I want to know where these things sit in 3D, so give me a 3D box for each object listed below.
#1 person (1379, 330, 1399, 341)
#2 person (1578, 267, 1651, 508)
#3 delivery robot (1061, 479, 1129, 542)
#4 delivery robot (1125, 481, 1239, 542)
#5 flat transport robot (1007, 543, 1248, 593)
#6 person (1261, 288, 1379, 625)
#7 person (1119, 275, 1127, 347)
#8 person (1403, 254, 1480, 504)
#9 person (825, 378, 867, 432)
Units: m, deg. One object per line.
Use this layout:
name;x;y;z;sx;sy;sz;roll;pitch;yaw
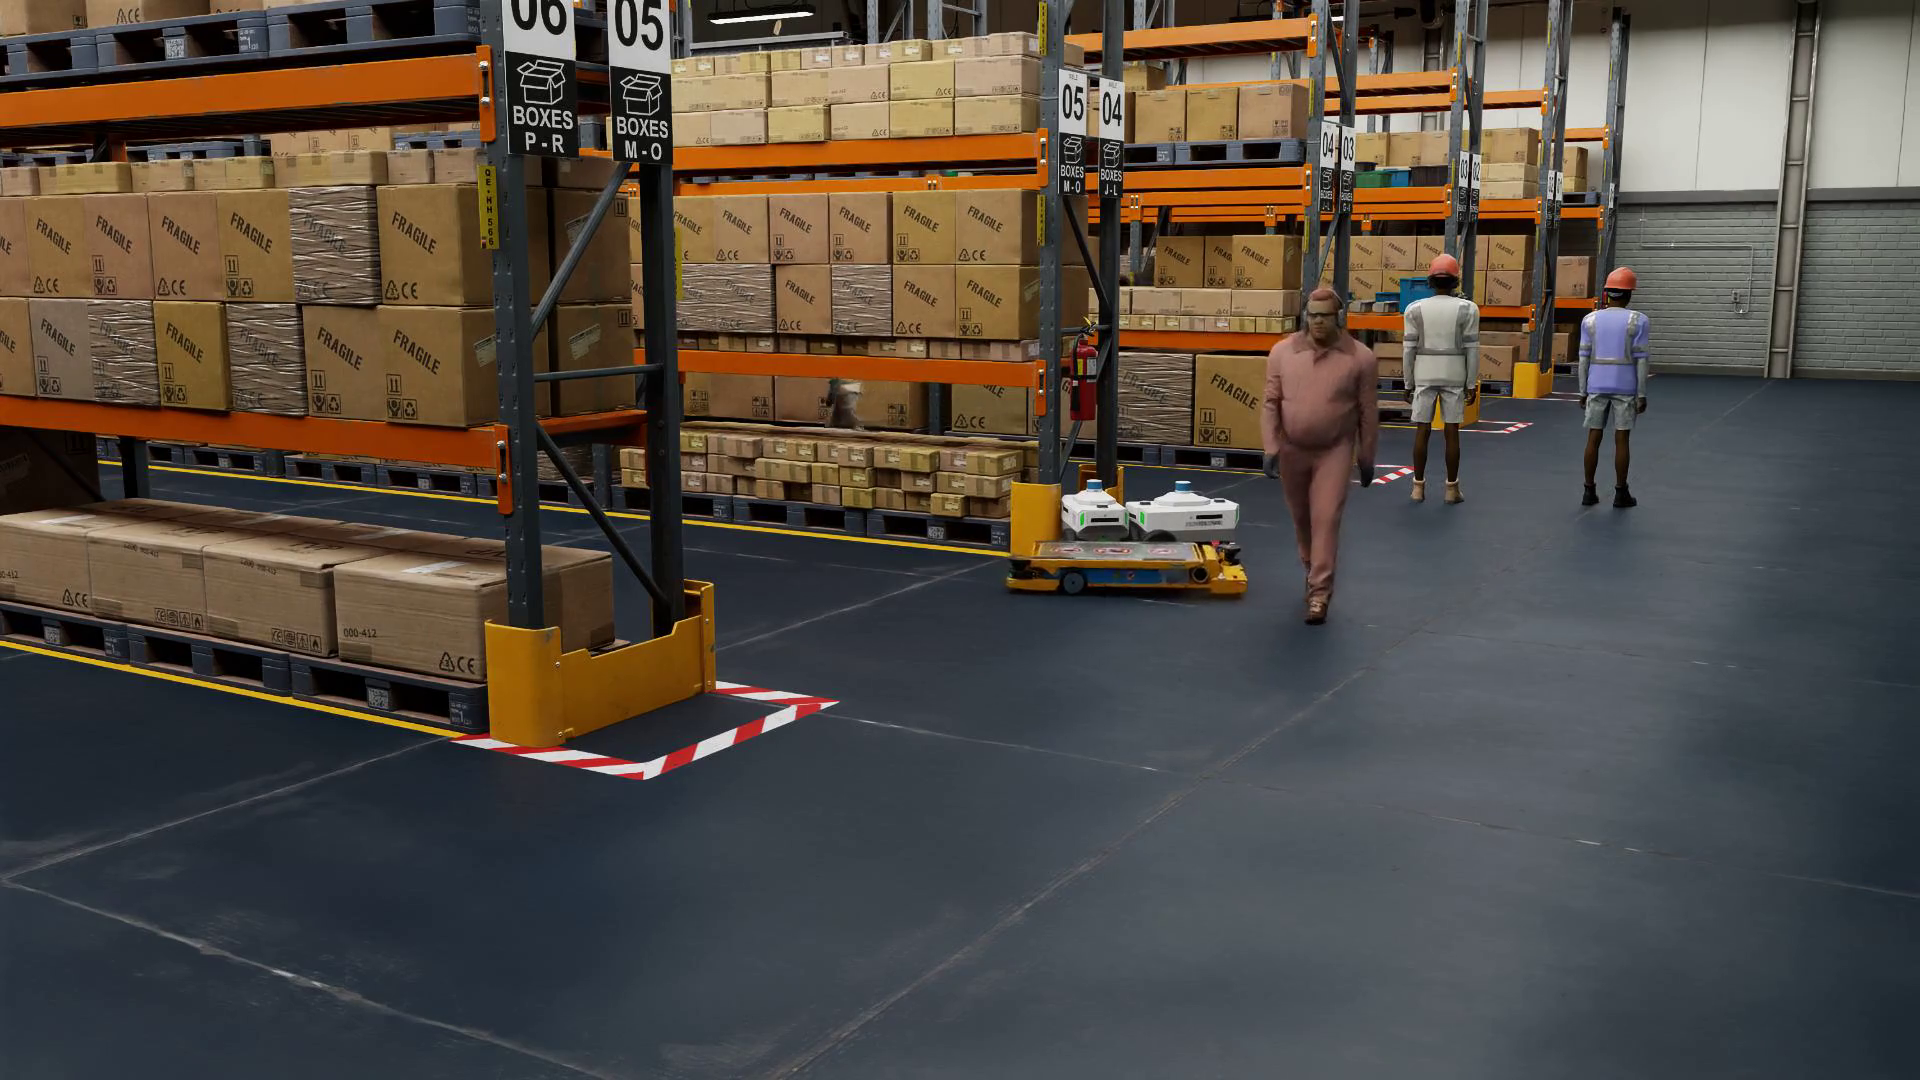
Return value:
person;6.742;-3.449;26.478;0.711;1.947;0.614;5;11;26
person;5.299;-1.229;13.484;0.552;1.937;0.356;7;12;36
delivery robot;0.882;-0.156;10.966;0.477;0.478;0.707;-1;10;-7
delivery robot;1.457;-0.143;10.892;0.707;0.478;0.477;-2;10;-13
flat transport robot;1.019;0.158;10.230;1.431;0.197;0.652;1;10;4
person;2.051;-0.506;9.512;0.624;1.862;0.962;5;11;26
person;1.875;-2.203;19.549;0.503;1.818;1.003;-7;12;-37
person;3.939;-1.313;13.653;0.607;2.048;0.369;4;10;22
person;-0.985;-1.342;15.093;0.782;1.612;0.511;1;10;5
